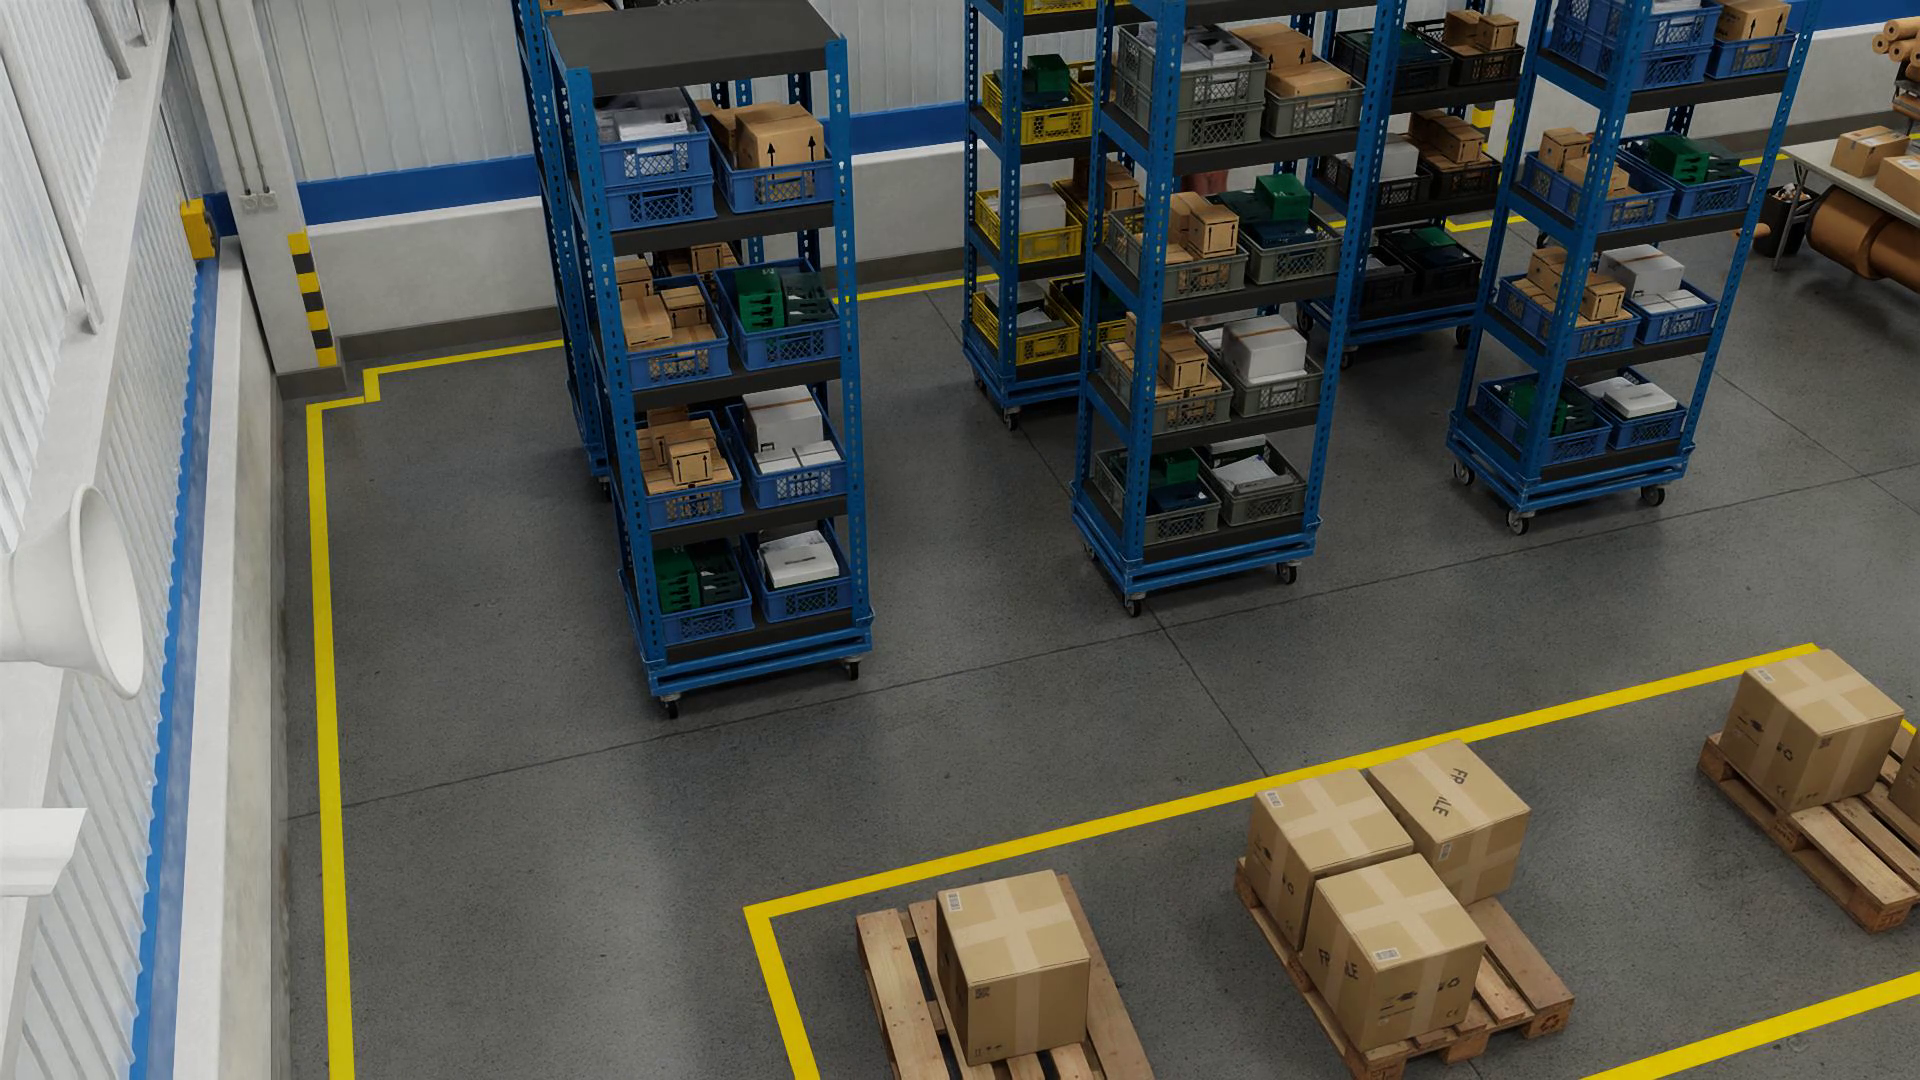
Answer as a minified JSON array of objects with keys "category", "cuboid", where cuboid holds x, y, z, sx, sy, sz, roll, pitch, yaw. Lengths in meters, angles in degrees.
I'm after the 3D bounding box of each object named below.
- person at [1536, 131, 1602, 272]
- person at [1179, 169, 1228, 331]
[{"category":"person","cuboid":[4.383,-2.140,11.895,0.521,1.632,0.315,20,40,26]},{"category":"person","cuboid":[1.652,-2.197,11.665,0.397,1.990,0.622,15,38,20]}]
